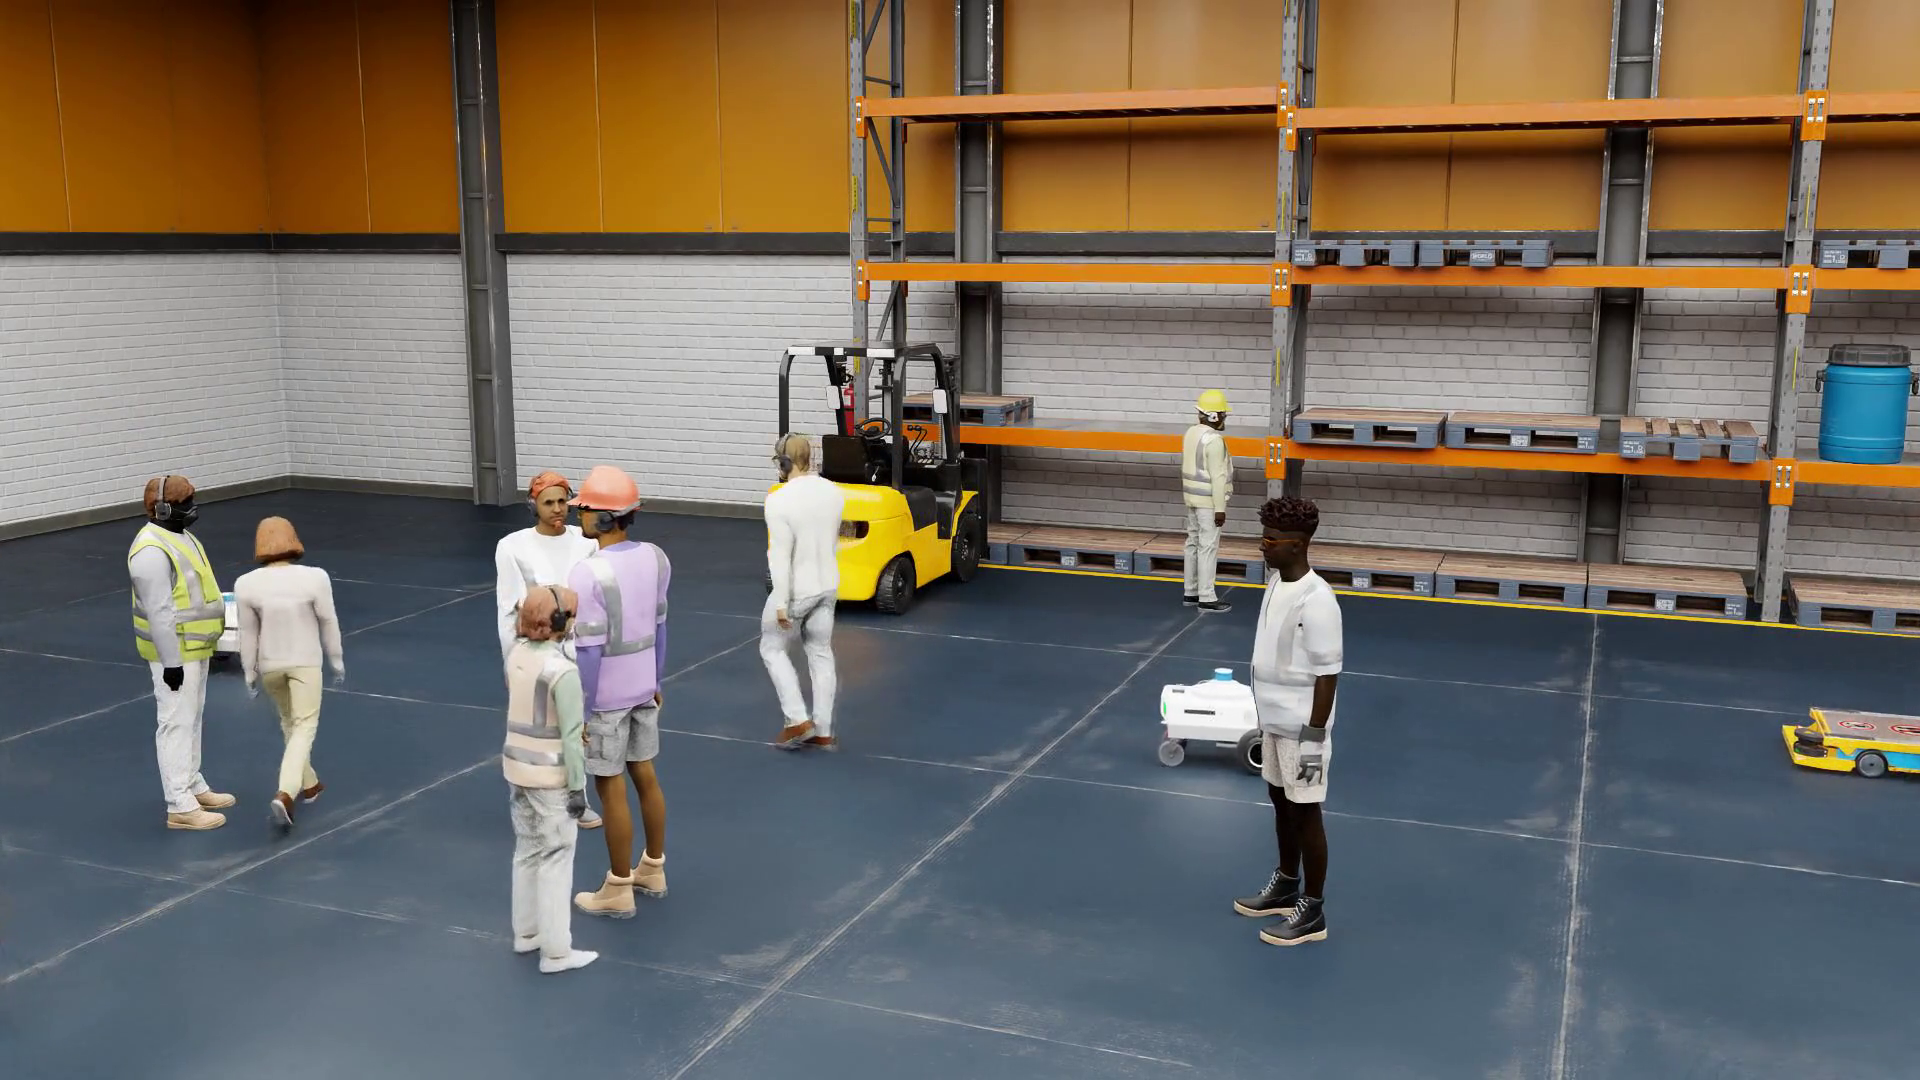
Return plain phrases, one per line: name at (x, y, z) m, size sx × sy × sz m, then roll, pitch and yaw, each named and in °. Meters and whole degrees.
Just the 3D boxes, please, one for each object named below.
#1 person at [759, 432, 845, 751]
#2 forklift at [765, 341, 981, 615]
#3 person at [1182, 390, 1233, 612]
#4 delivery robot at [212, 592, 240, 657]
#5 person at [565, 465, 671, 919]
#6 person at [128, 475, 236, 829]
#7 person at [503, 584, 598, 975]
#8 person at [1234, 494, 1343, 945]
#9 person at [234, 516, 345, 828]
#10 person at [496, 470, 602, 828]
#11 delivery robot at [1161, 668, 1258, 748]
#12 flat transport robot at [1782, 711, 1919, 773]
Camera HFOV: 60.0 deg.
person at (-0.939, 0.315, 9.904) m, size 0.460 × 1.916 × 0.624 m, roll 10°, pitch 14°, yaw 43°
forklift at (-0.739, -0.602, 14.246) m, size 1.214 × 2.155 × 2.313 m, roll 4°, pitch 11°, yaw 21°
person at (2.044, -0.324, 13.708) m, size 0.404 × 1.829 × 0.600 m, roll -3°, pitch 11°, yaw -17°
delivery robot at (-5.183, 0.614, 11.775) m, size 0.707 × 0.478 × 0.477 m, roll 2°, pitch 10°, yaw 10°
person at (-1.555, 0.680, 7.509) m, size 0.357 × 2.047 × 0.614 m, roll 5°, pitch 11°, yaw 26°
person at (-4.049, 0.575, 8.673) m, size 0.429 × 1.844 × 0.626 m, roll -2°, pitch 10°, yaw -13°
person at (-1.726, 0.993, 6.943) m, size 0.327 × 1.625 × 0.519 m, roll -10°, pitch 14°, yaw -43°
person at (1.439, 0.771, 7.230) m, size 0.364 × 1.964 × 0.611 m, roll -2°, pitch 10°, yaw -9°
person at (-3.546, 0.678, 8.748) m, size 0.512 × 1.603 × 0.777 m, roll 0°, pitch 10°, yaw -3°
person at (-2.076, 0.580, 8.529) m, size 0.575 × 1.882 × 0.360 m, roll -7°, pitch 13°, yaw -36°
delivery robot at (1.525, 0.991, 9.676) m, size 0.707 × 0.478 × 0.477 m, roll 2°, pitch 10°, yaw 11°
flat transport robot at (5.576, 1.194, 9.597) m, size 1.431 × 0.197 × 0.652 m, roll 4°, pitch 11°, yaw 20°
